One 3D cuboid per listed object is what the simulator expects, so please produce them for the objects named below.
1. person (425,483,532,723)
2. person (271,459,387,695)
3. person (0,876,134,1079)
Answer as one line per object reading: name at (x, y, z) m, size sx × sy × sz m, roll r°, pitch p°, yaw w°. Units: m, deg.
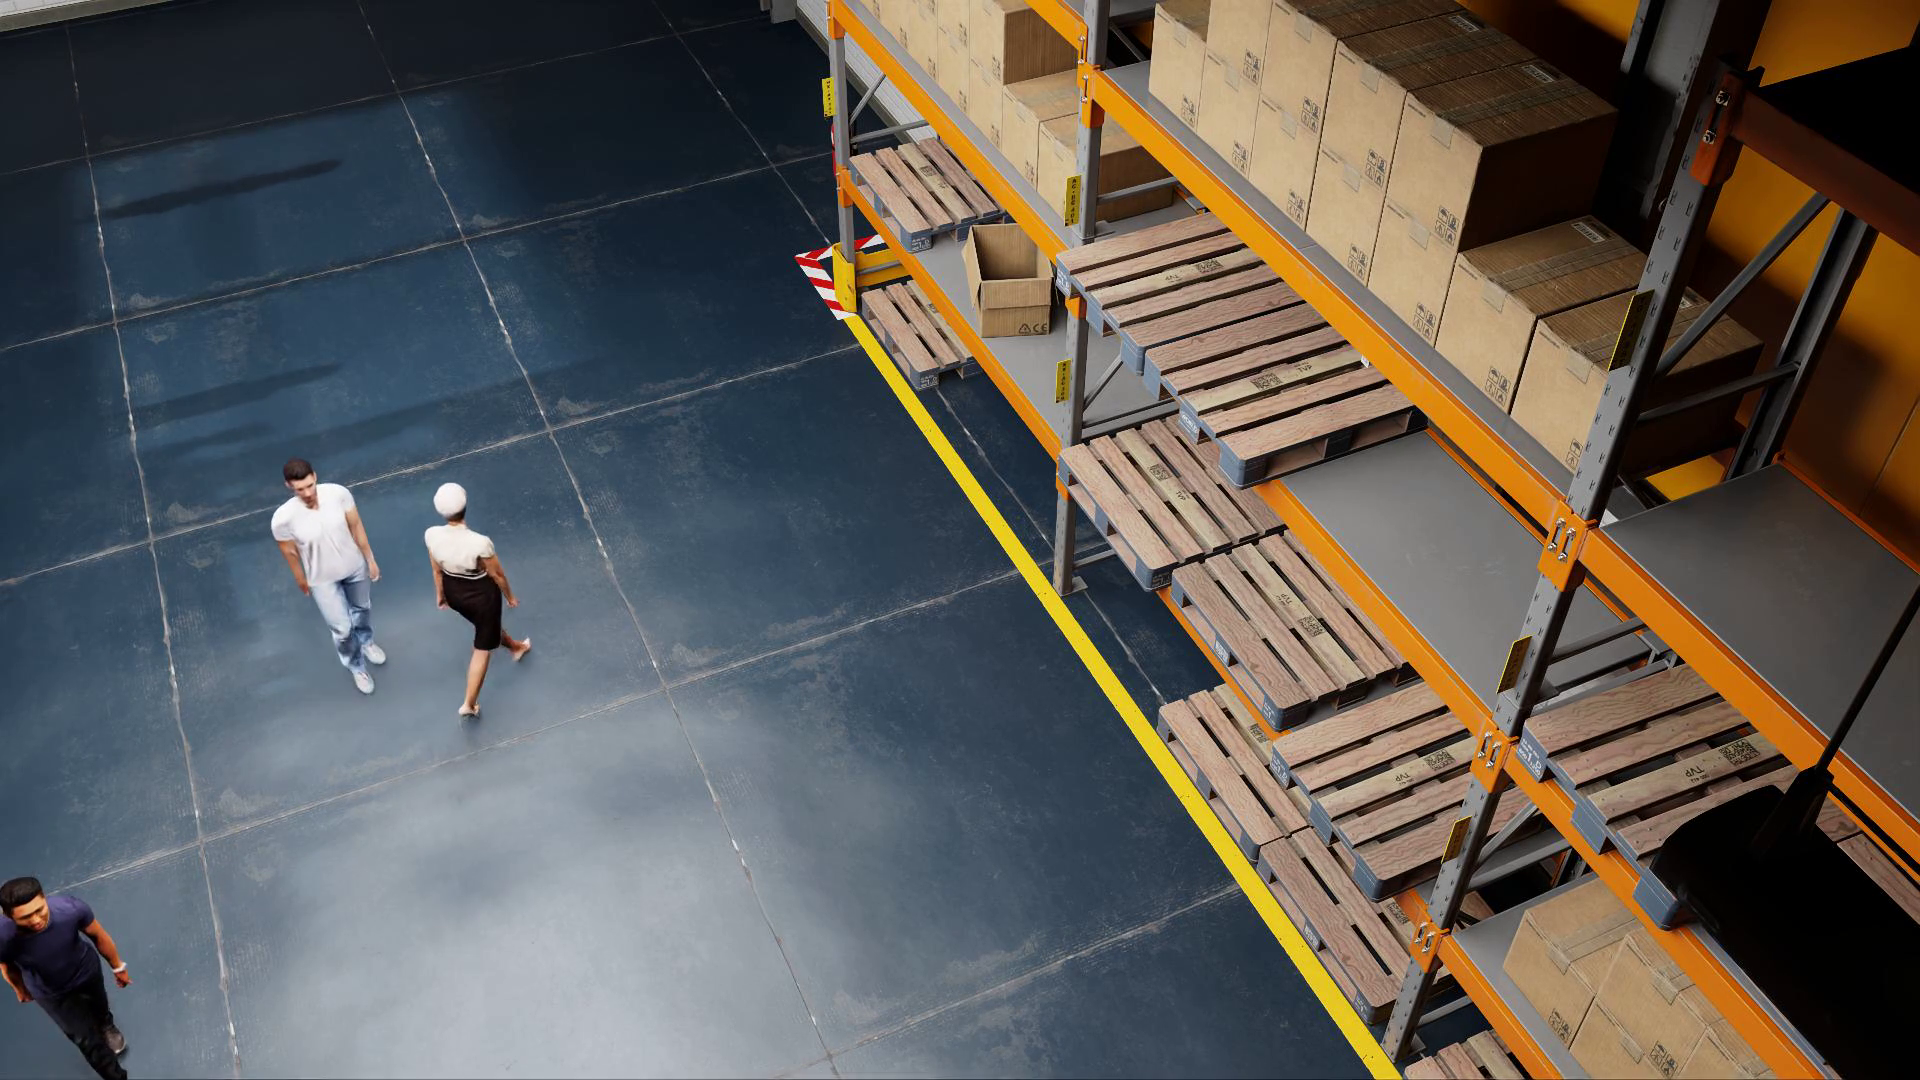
person at (-3.123, 0.464, 10.569) m, size 1.073 × 1.707 × 1.129 m, roll 14°, pitch 45°, yaw 14°
person at (-4.101, 0.137, 10.814) m, size 0.789 × 1.844 × 0.851 m, roll -33°, pitch 52°, yaw -29°
person at (-4.700, 2.225, 8.695) m, size 0.869 × 1.743 × 1.127 m, roll -30°, pitch 51°, yaw -28°
